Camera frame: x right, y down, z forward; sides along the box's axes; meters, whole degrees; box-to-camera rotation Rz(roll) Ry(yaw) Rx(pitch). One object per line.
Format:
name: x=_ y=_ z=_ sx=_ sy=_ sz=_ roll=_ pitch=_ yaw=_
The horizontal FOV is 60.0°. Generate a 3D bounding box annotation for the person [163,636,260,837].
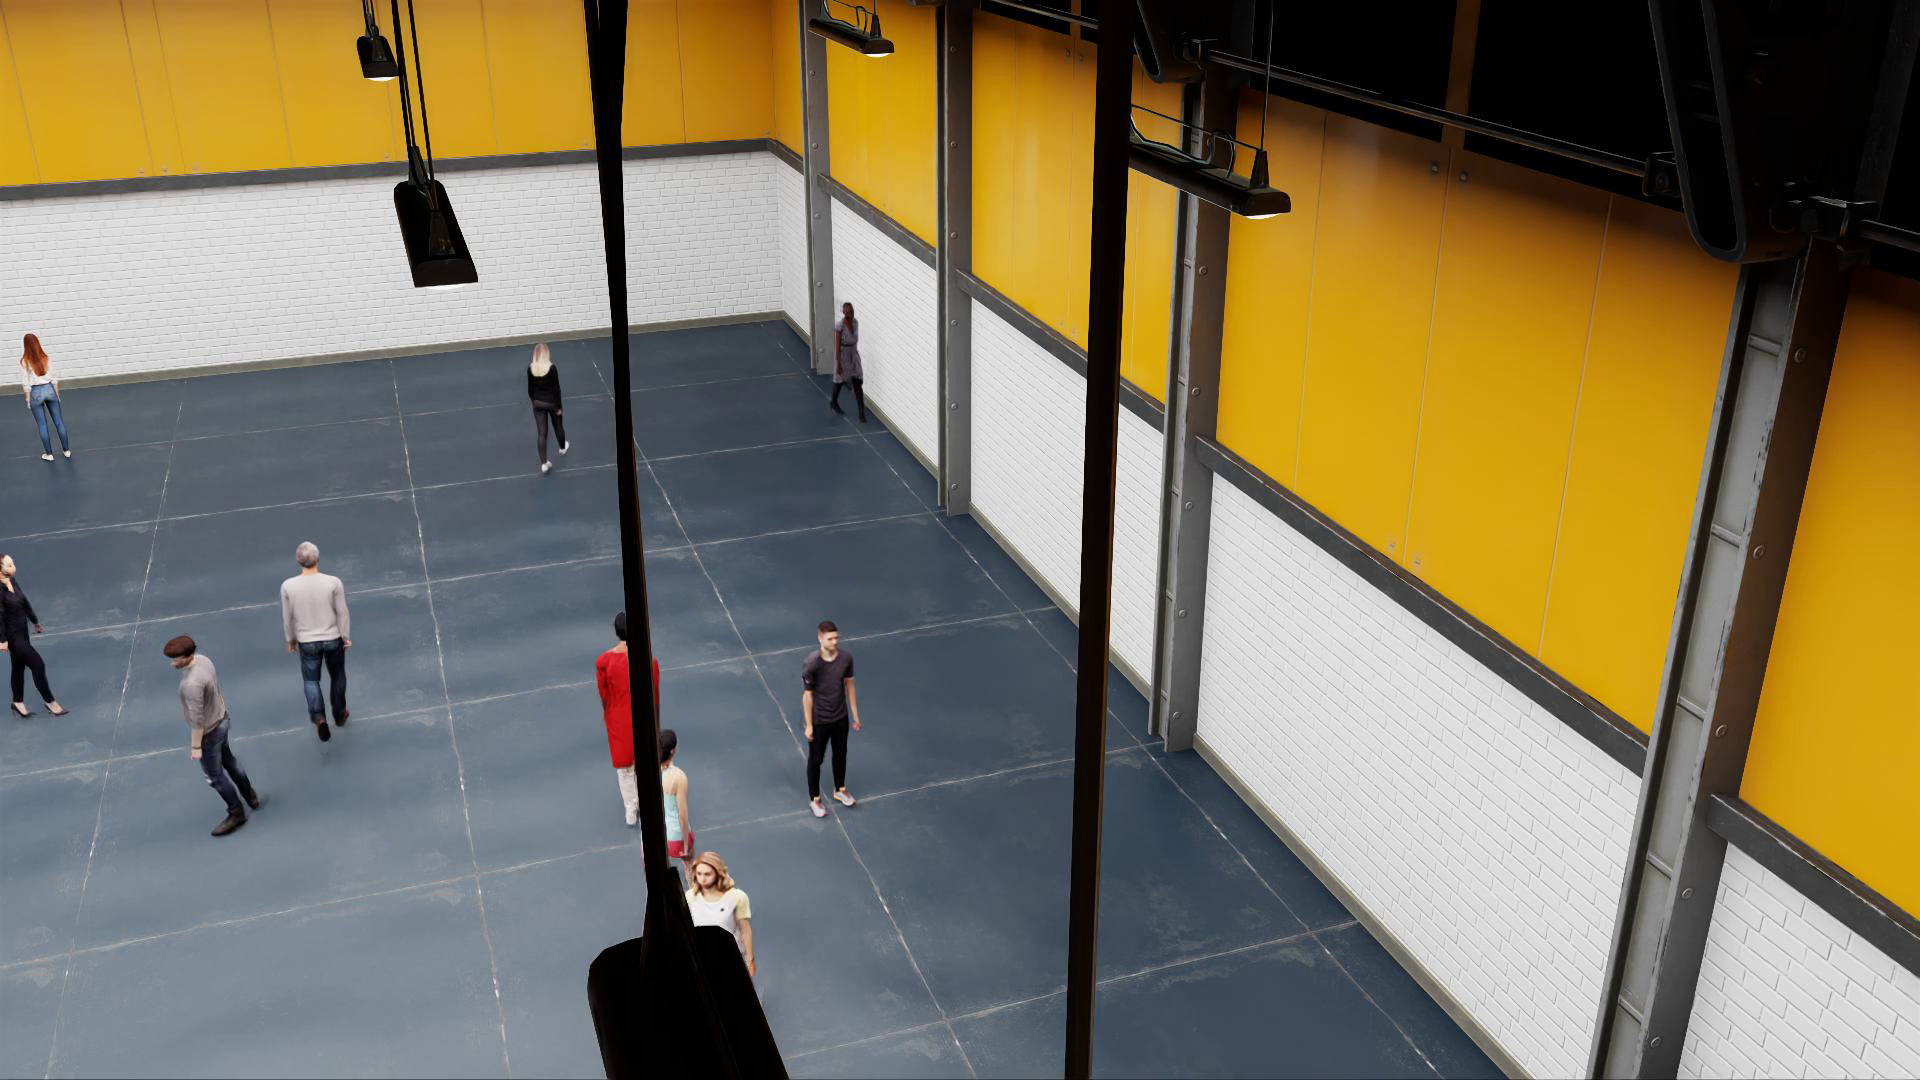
person: x=-6.218 y=1.567 z=13.925 sx=0.996 sy=1.860 sz=0.611 roll=-1 pitch=24 yaw=-2

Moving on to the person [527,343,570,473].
person: x=-5.419 y=-1.688 z=21.651 sx=0.942 sy=1.636 sz=1.214 roll=2 pitch=24 yaw=5

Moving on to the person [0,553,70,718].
person: x=-8.942 y=0.920 z=15.610 sx=0.757 sy=1.695 sz=0.759 roll=-3 pitch=24 yaw=-8

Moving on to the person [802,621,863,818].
person: x=-1.126 y=1.490 z=14.224 sx=0.704 sy=1.762 sz=0.651 roll=-14 pitch=27 yaw=-30

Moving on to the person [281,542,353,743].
person: x=-5.881 y=0.964 z=15.271 sx=0.780 sy=1.886 sz=1.074 roll=-6 pitch=24 yaw=-13

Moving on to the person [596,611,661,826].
person: x=-2.773 y=1.534 z=14.013 sx=0.841 sy=1.850 sz=1.081 roll=-3 pitch=24 yaw=-7

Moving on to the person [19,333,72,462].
person: x=-12.144 y=-1.906 z=22.033 sx=0.644 sy=1.729 sz=0.633 roll=-21 pitch=31 yaw=-39

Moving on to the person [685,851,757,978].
person: x=-1.611 y=2.807 z=11.267 sx=0.787 sy=1.716 sz=0.854 roll=2 pitch=24 yaw=5

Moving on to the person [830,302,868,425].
person: x=-1.624 y=-2.501 z=23.399 sx=1.237 sy=1.726 sz=0.950 roll=19 pitch=30 yaw=37

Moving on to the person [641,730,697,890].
person: x=-2.235 y=2.271 z=12.471 sx=0.954 sy=1.735 sz=1.092 roll=5 pitch=24 yaw=12
